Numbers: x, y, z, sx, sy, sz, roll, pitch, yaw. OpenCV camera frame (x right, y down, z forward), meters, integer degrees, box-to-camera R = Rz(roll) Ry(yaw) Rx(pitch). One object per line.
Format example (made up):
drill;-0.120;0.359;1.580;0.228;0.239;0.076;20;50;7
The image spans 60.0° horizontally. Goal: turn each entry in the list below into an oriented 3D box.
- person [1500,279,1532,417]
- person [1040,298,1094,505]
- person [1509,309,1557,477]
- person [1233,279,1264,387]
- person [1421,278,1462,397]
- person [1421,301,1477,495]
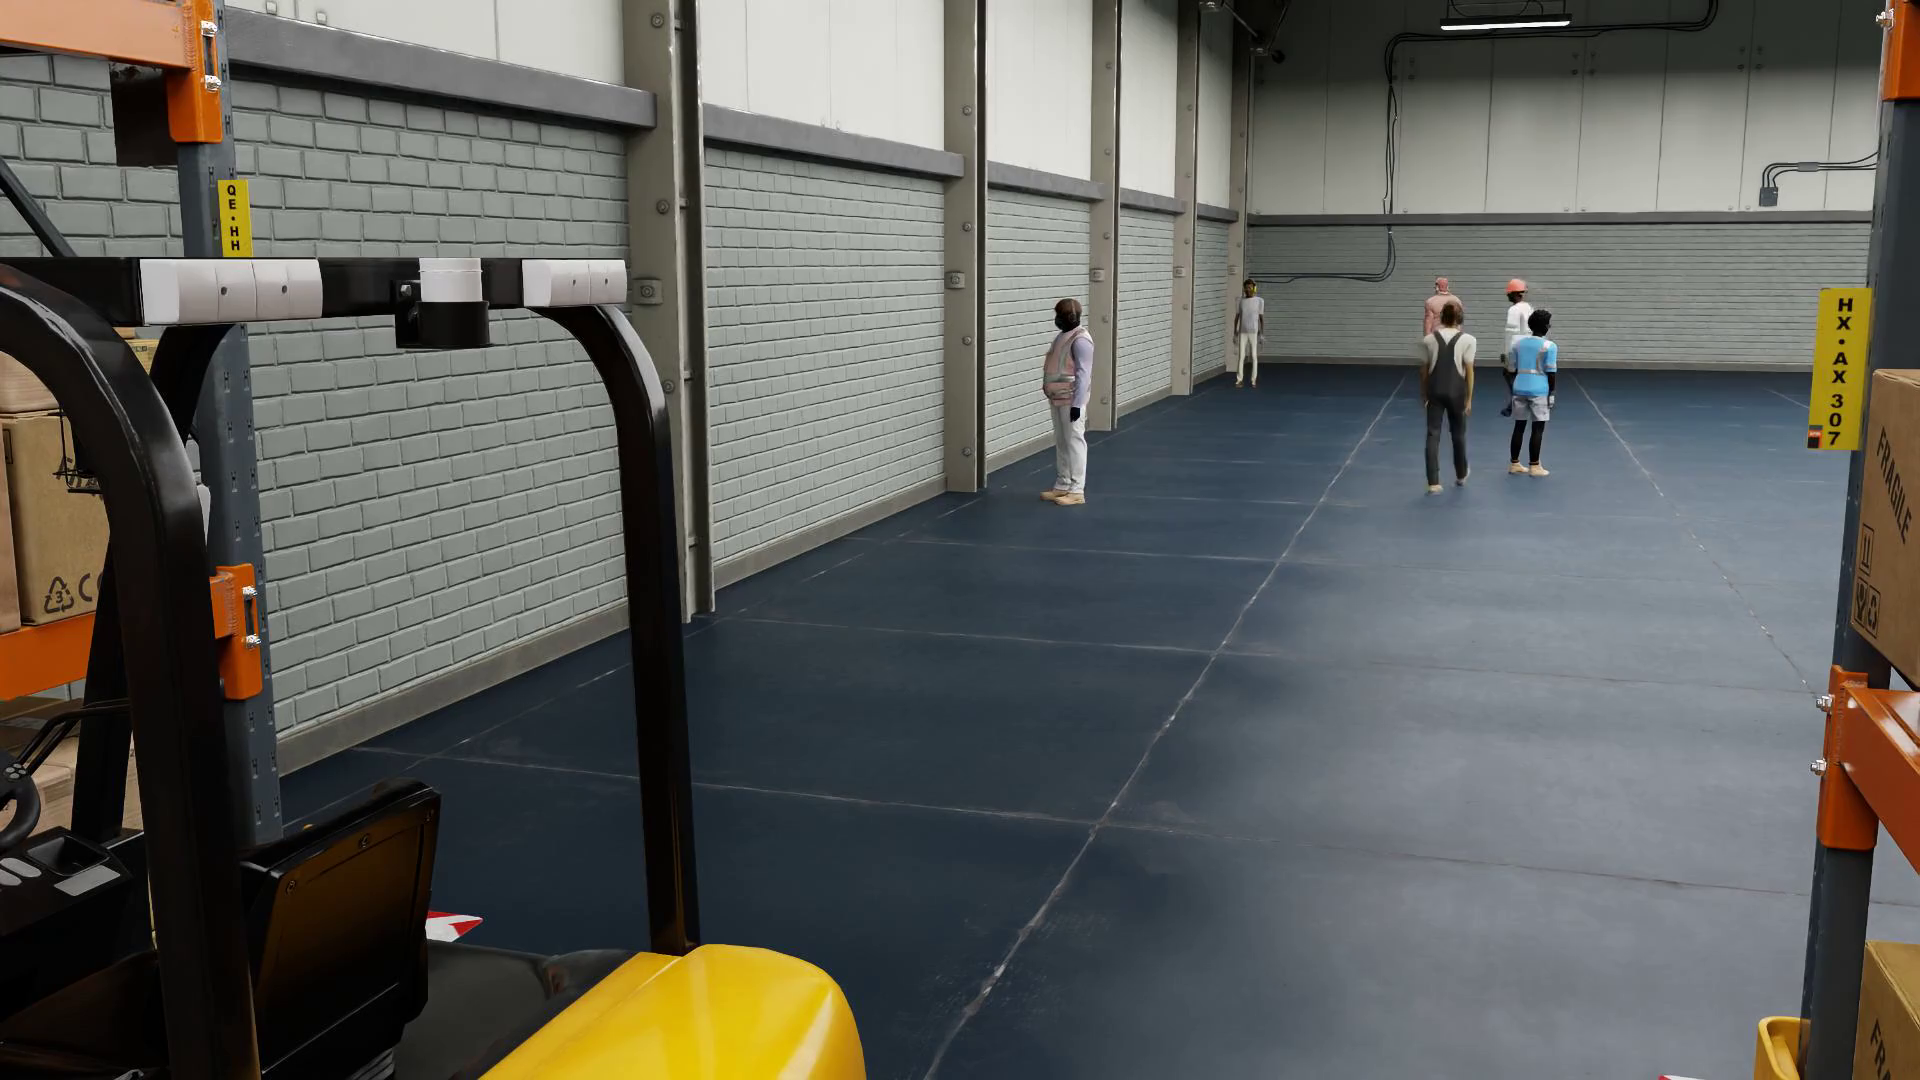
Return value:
person;7.691;-2.667;23.179;0.530;1.919;0.580;8;12;39
person;0.956;-1.241;14.925;0.429;1.844;0.627;-3;10;-18
person;5.794;-1.480;16.800;0.321;1.689;0.529;-6;11;-32
person;4.969;-3.559;28.659;0.533;1.864;0.310;3;10;18
person;7.634;-3.209;26.463;0.641;1.905;0.410;-3;10;-15
person;4.605;-1.347;15.698;0.516;1.787;0.977;5;11;26
